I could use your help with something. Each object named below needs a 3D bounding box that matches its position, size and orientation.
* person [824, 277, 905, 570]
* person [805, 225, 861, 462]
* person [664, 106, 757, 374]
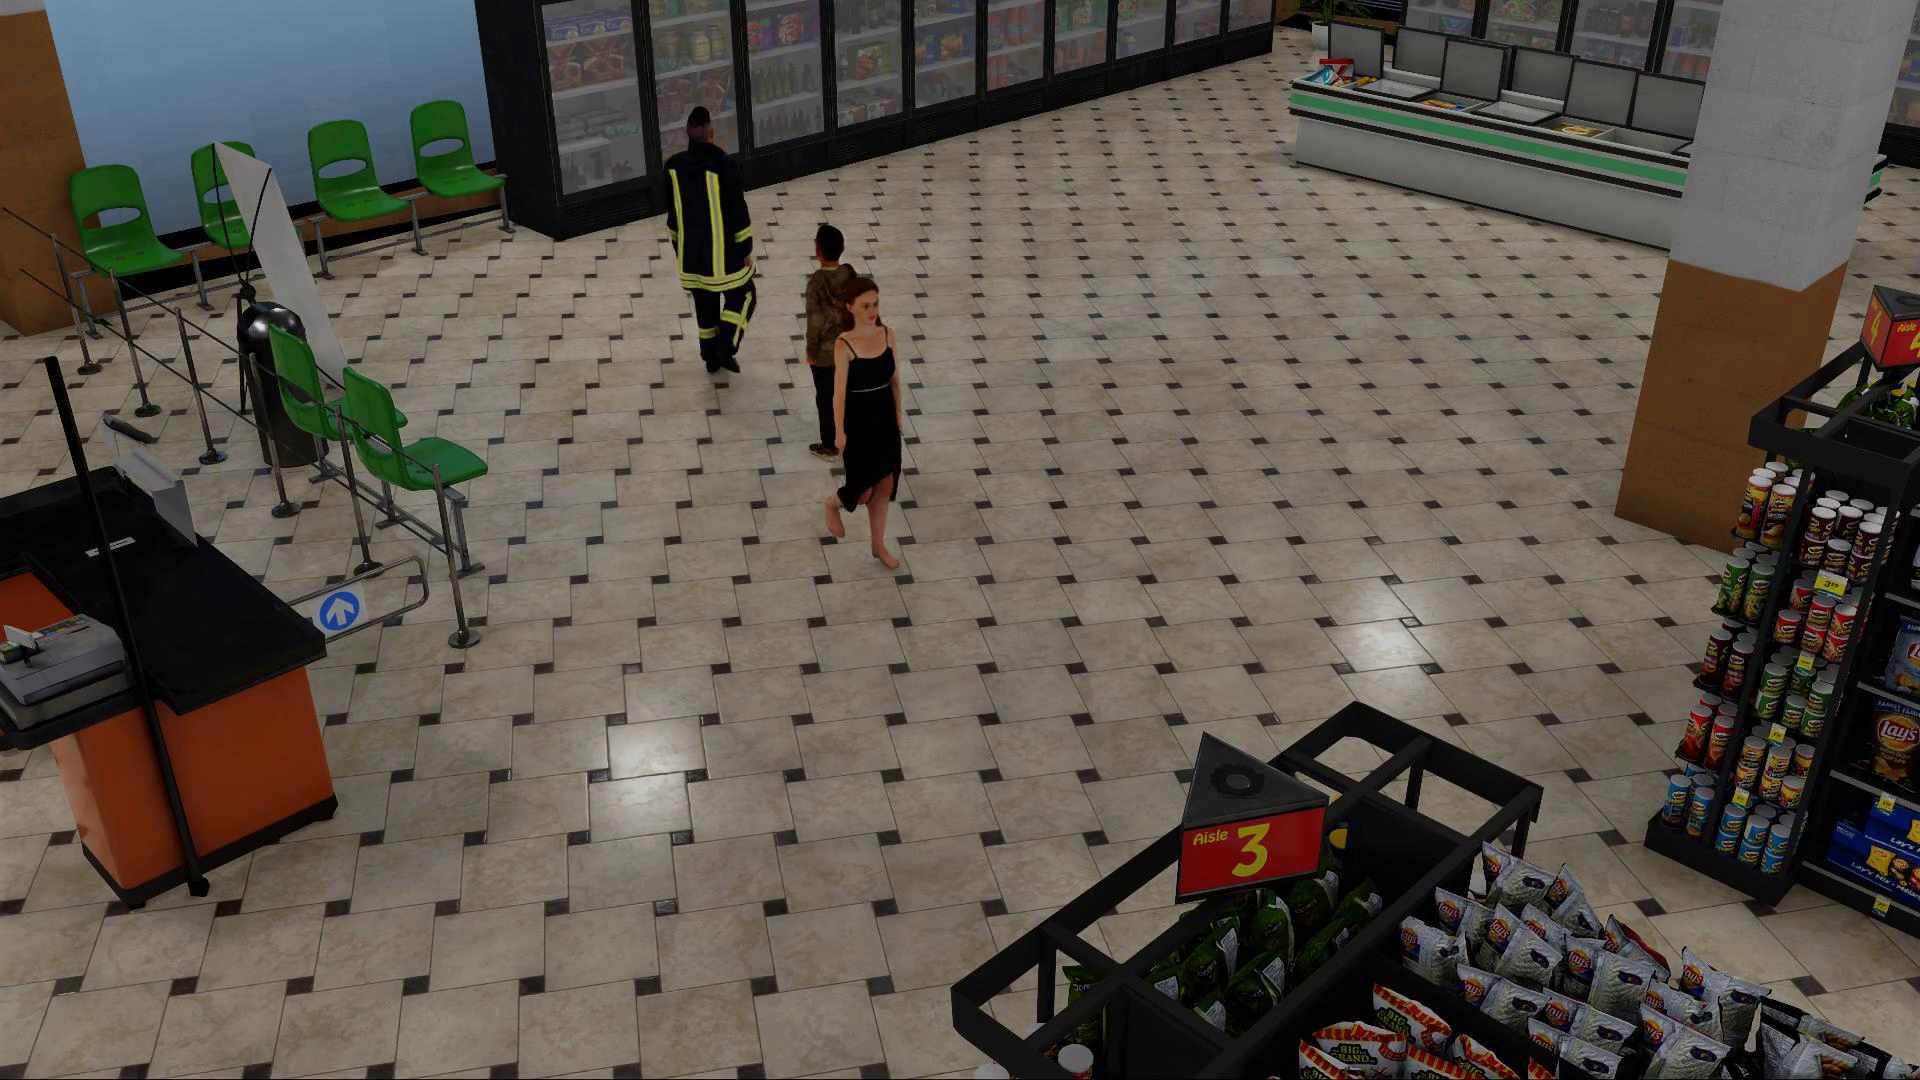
[{"bbox_3d":[-0.534,-0.650,8.949,0.615,1.613,0.814,-21,35,-33],"label":"person"},{"bbox_3d":[-0.763,-1.196,10.114,0.601,1.454,0.582,-21,35,-33],"label":"person"},{"bbox_3d":[-1.684,-1.953,11.090,0.892,1.850,0.981,9,30,16],"label":"person"}]
